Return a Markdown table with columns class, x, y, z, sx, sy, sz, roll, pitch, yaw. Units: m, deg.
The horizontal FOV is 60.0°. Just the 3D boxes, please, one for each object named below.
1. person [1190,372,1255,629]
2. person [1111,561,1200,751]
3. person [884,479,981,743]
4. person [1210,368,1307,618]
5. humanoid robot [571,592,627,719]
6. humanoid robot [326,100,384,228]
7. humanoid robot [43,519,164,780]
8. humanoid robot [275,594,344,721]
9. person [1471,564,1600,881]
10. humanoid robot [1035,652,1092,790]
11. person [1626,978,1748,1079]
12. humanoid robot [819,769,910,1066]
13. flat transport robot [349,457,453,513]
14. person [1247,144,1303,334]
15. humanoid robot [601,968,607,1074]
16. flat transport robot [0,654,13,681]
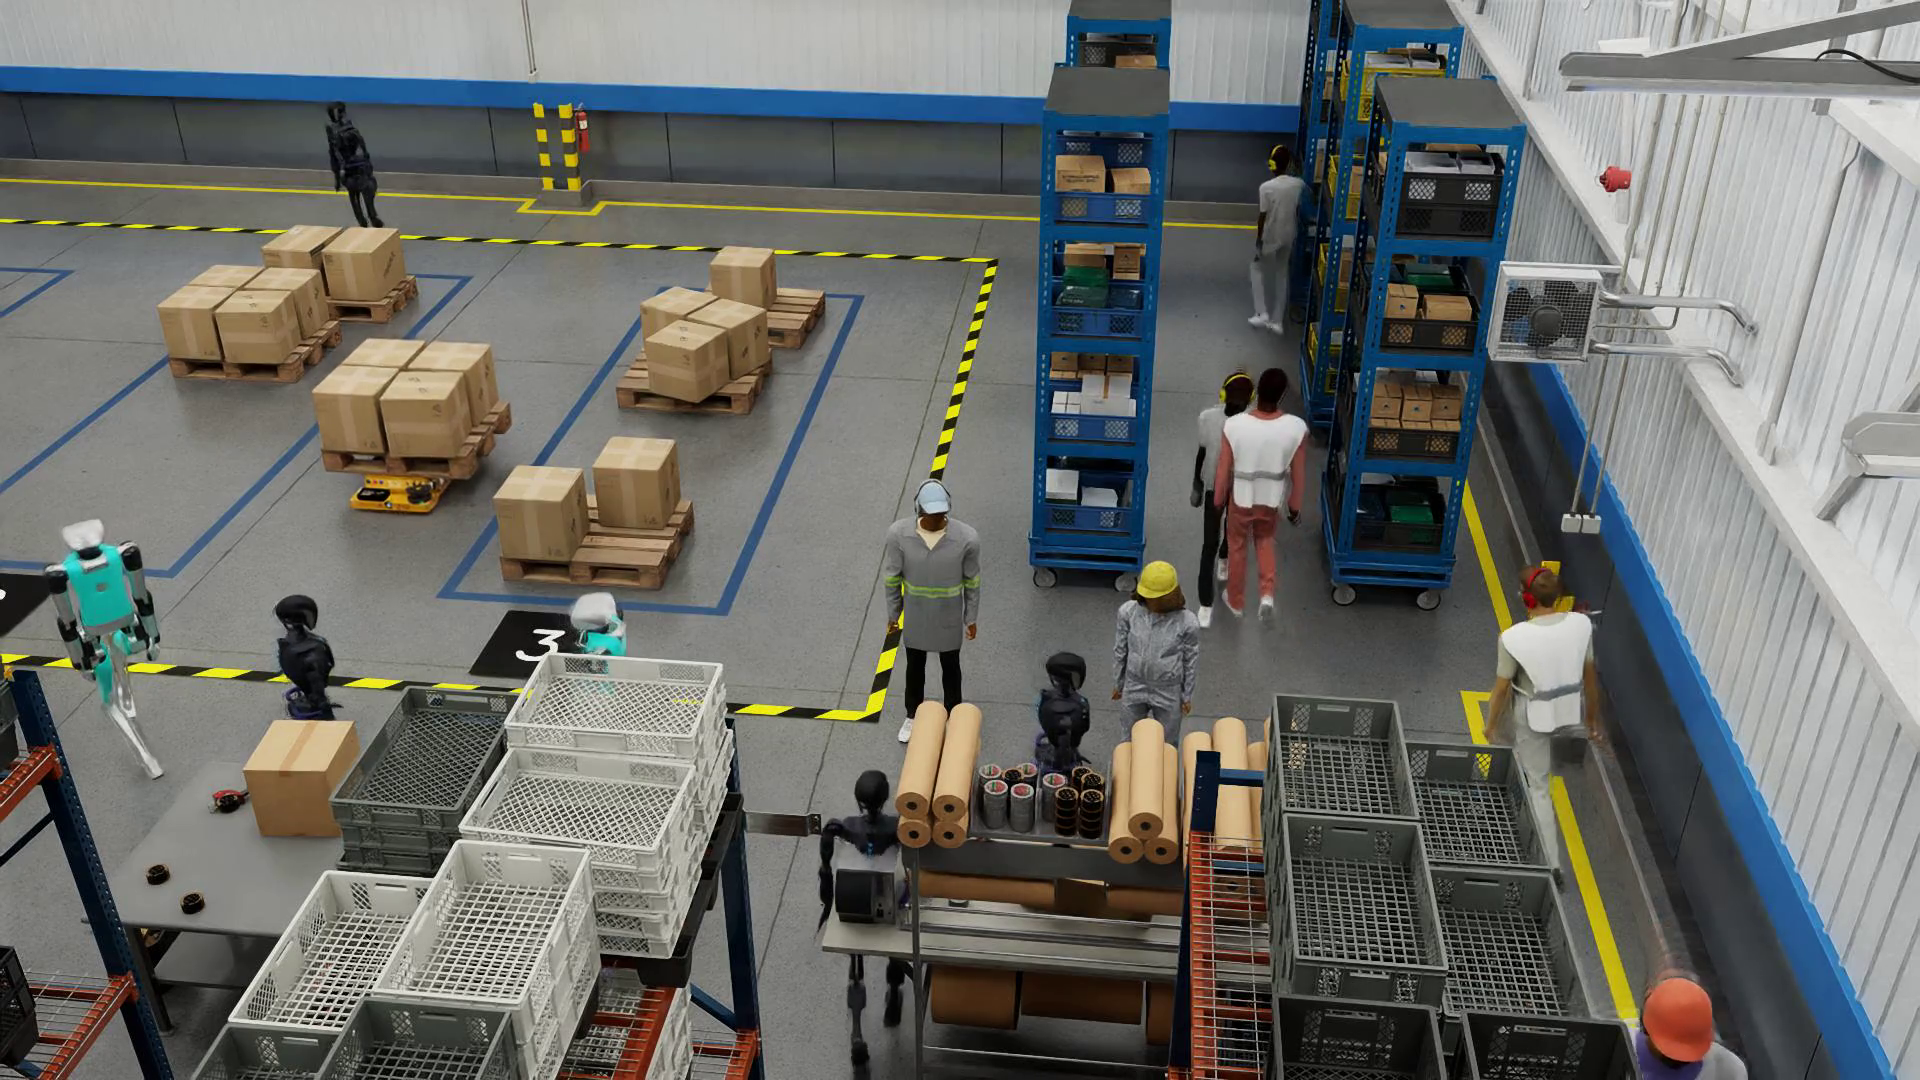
| class | x | y | z | sx | sy | sz | roll | pitch | yaw |
| --- | --- | --- | --- | --- | --- | --- | --- | --- | --- |
| person | 1.903 | -0.370 | 11.777 | 0.519 | 1.811 | 0.980 | 5 | 31 | 8 |
| person | 1.122 | 0.873 | 9.709 | 0.492 | 1.740 | 0.308 | 9 | 31 | 16 |
| person | -0.174 | 0.454 | 10.319 | 0.596 | 1.852 | 0.361 | 3 | 30 | 5 |
| person | 2.068 | -0.276 | 11.531 | 0.601 | 1.898 | 0.509 | -4 | 30 | -6 |
| humanoid robot | -2.130 | 1.140 | 9.366 | 0.706 | 1.913 | 0.545 | 0 | 30 | -1 |
| humanoid robot | -6.546 | -3.973 | 18.093 | 0.602 | 1.642 | 0.384 | 14 | 33 | 23 |
| humanoid robot | -5.302 | 0.572 | 10.309 | 0.530 | 1.772 | 1.068 | -23 | 37 | -33 |
| humanoid robot | -3.611 | 1.023 | 9.507 | 0.371 | 1.647 | 0.616 | -17 | 34 | -27 |
| person | 3.310 | 0.998 | 9.467 | 0.599 | 1.767 | 1.006 | -11 | 32 | -18 |
| humanoid robot | 0.585 | 1.281 | 9.114 | 0.599 | 1.642 | 0.592 | 0 | 30 | 0 |
| person | 2.732 | 2.504 | 6.664 | 0.621 | 1.988 | 1.048 | 5 | 31 | 8 |
| humanoid robot | -0.400 | 1.840 | 8.127 | 0.612 | 1.632 | 0.613 | 0 | 30 | 1 |
| flat transport robot | -4.458 | -0.667 | 13.791 | 0.652 | 0.197 | 1.431 | 3 | 30 | 6 |
| person | 3.044 | -2.910 | 16.102 | 0.530 | 1.846 | 0.510 | -10 | 32 | -17 |
| humanoid robot | -1.771 | 2.052 | 7.750 | 0.504 | 1.638 | 0.610 | -20 | 36 | -31 |
| flat transport robot | -7.142 | 0.969 | 11.010 | 1.431 | 0.231 | 0.659 | 3 | 30 | 6 |
